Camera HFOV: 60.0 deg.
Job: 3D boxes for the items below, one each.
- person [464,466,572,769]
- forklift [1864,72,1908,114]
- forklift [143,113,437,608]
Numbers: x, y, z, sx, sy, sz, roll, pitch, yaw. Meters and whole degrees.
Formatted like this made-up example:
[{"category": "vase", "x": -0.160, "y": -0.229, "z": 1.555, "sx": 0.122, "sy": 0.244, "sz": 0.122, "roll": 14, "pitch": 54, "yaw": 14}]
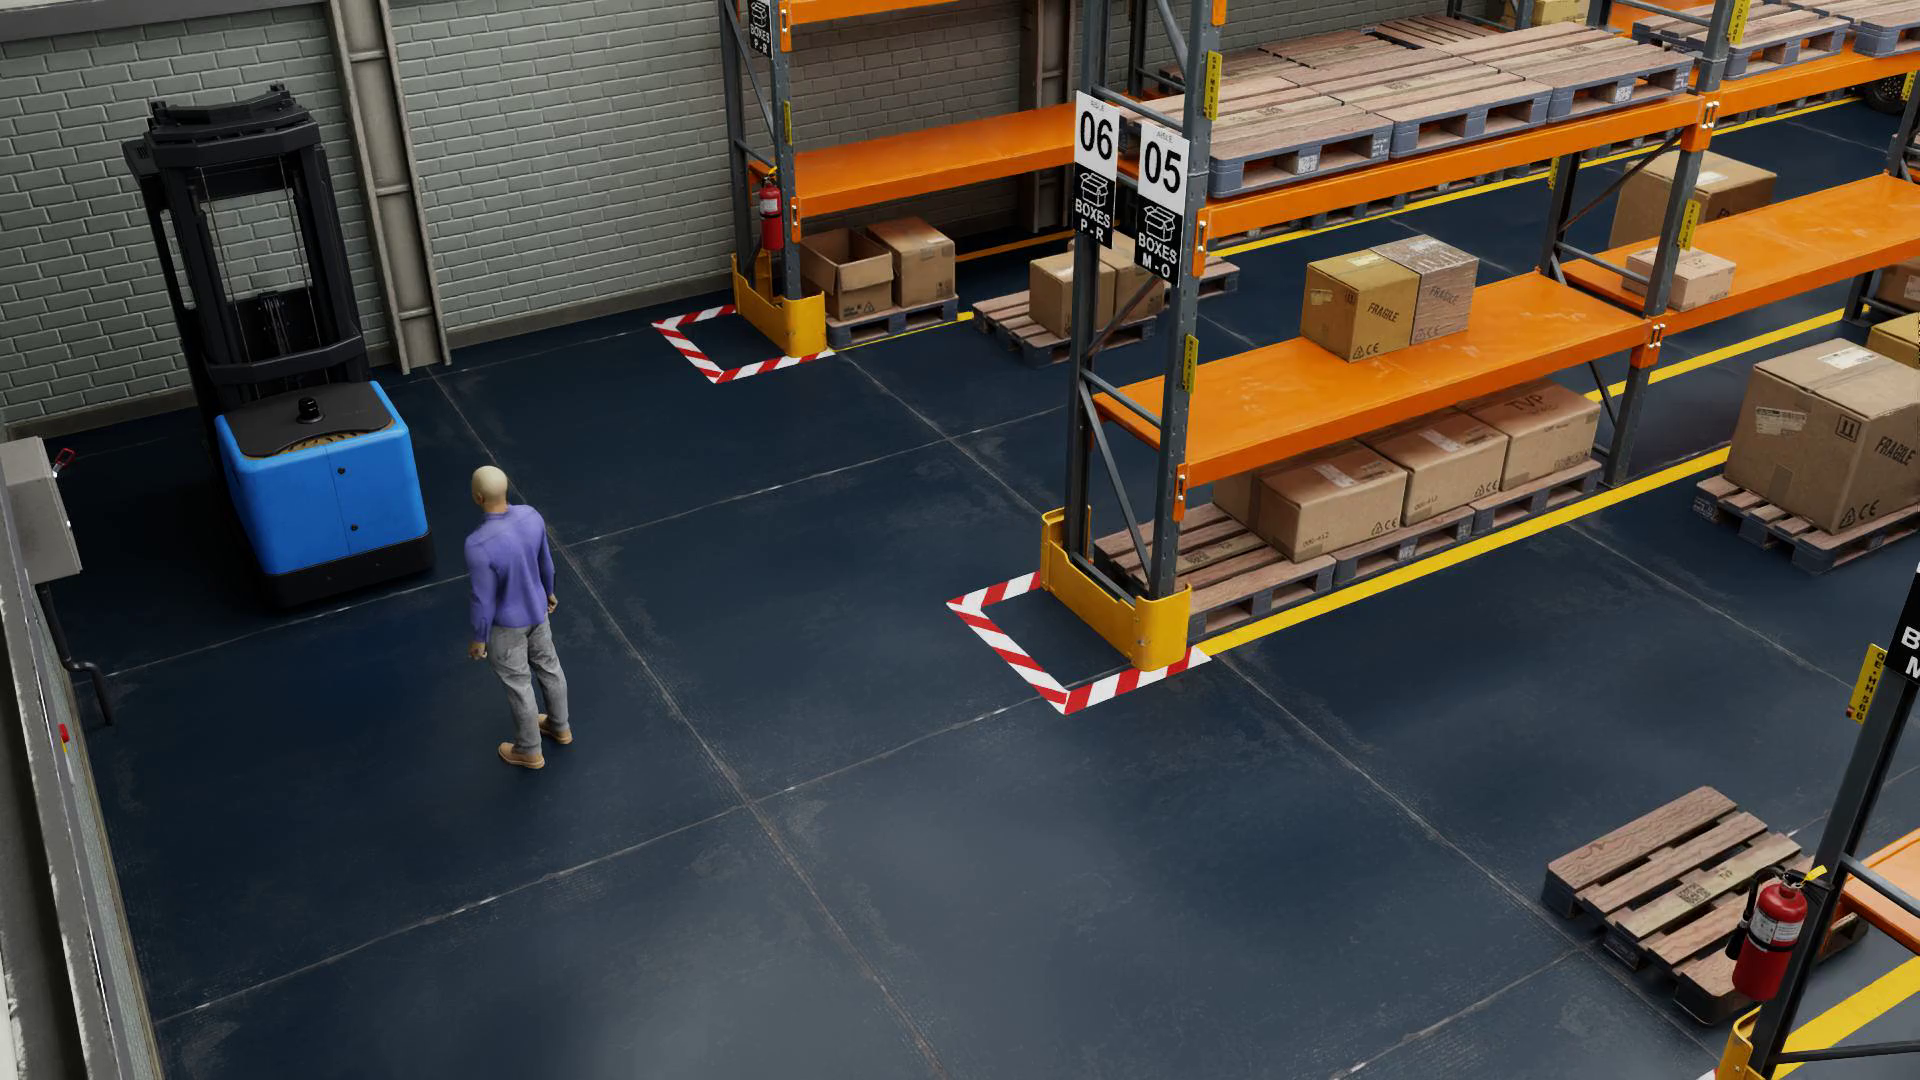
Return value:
[{"category": "person", "x": -2.339, "y": 0.417, "z": 8.813, "sx": 0.376, "sy": 1.797, "sz": 0.604, "roll": 17, "pitch": 36, "yaw": 26}, {"category": "forklift", "x": 11.468, "y": -5.645, "z": 18.244, "sx": 1.214, "sy": 2.155, "sz": 2.313, "roll": -17, "pitch": 36, "yaw": -26}, {"category": "forklift", "x": -4.289, "y": -1.259, "z": 10.509, "sx": 1.129, "sy": 2.768, "sz": 1.873, "roll": -17, "pitch": 36, "yaw": -26}]
